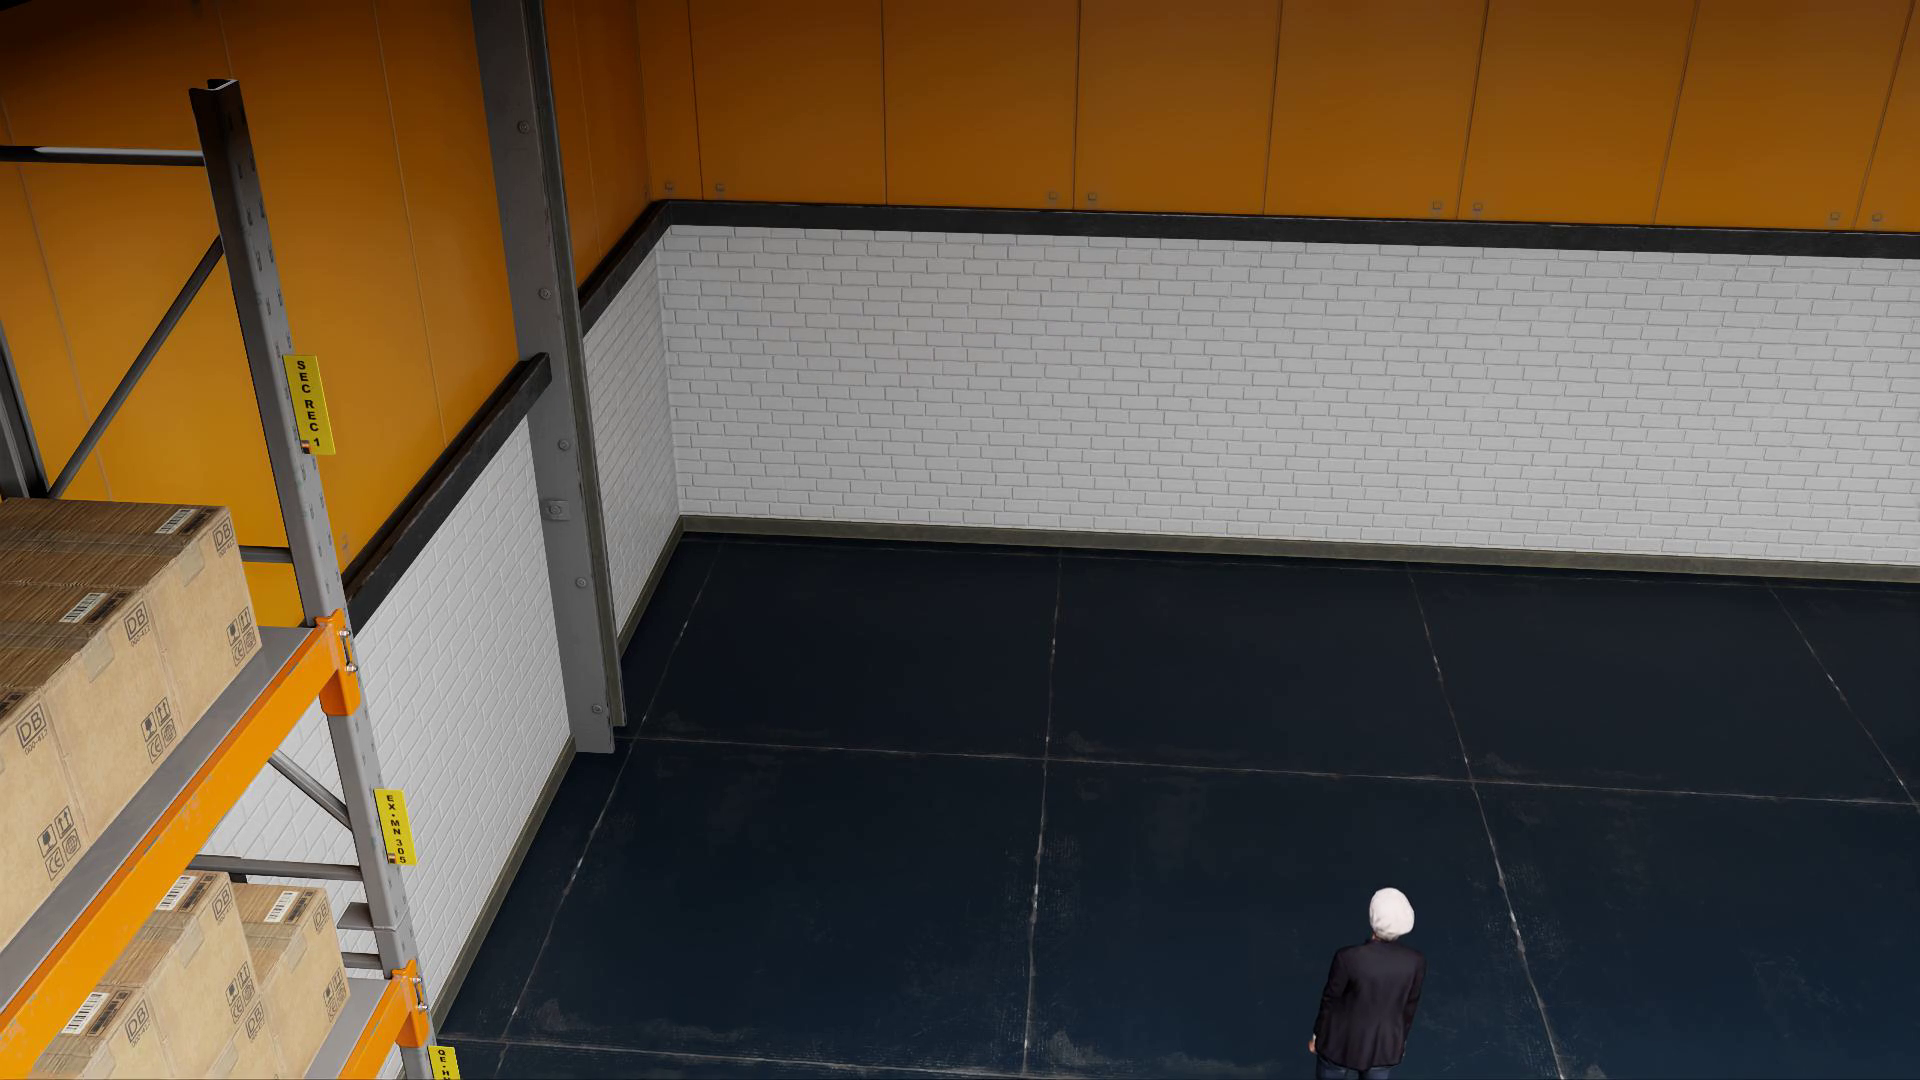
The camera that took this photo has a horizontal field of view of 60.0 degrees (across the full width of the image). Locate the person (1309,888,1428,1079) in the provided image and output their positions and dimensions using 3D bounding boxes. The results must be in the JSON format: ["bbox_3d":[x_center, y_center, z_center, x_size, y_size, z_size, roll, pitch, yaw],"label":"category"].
[{"bbox_3d":[1.843,2.368,7.859,0.737,1.777,0.624,-1,29,-2],"label":"person"}]
